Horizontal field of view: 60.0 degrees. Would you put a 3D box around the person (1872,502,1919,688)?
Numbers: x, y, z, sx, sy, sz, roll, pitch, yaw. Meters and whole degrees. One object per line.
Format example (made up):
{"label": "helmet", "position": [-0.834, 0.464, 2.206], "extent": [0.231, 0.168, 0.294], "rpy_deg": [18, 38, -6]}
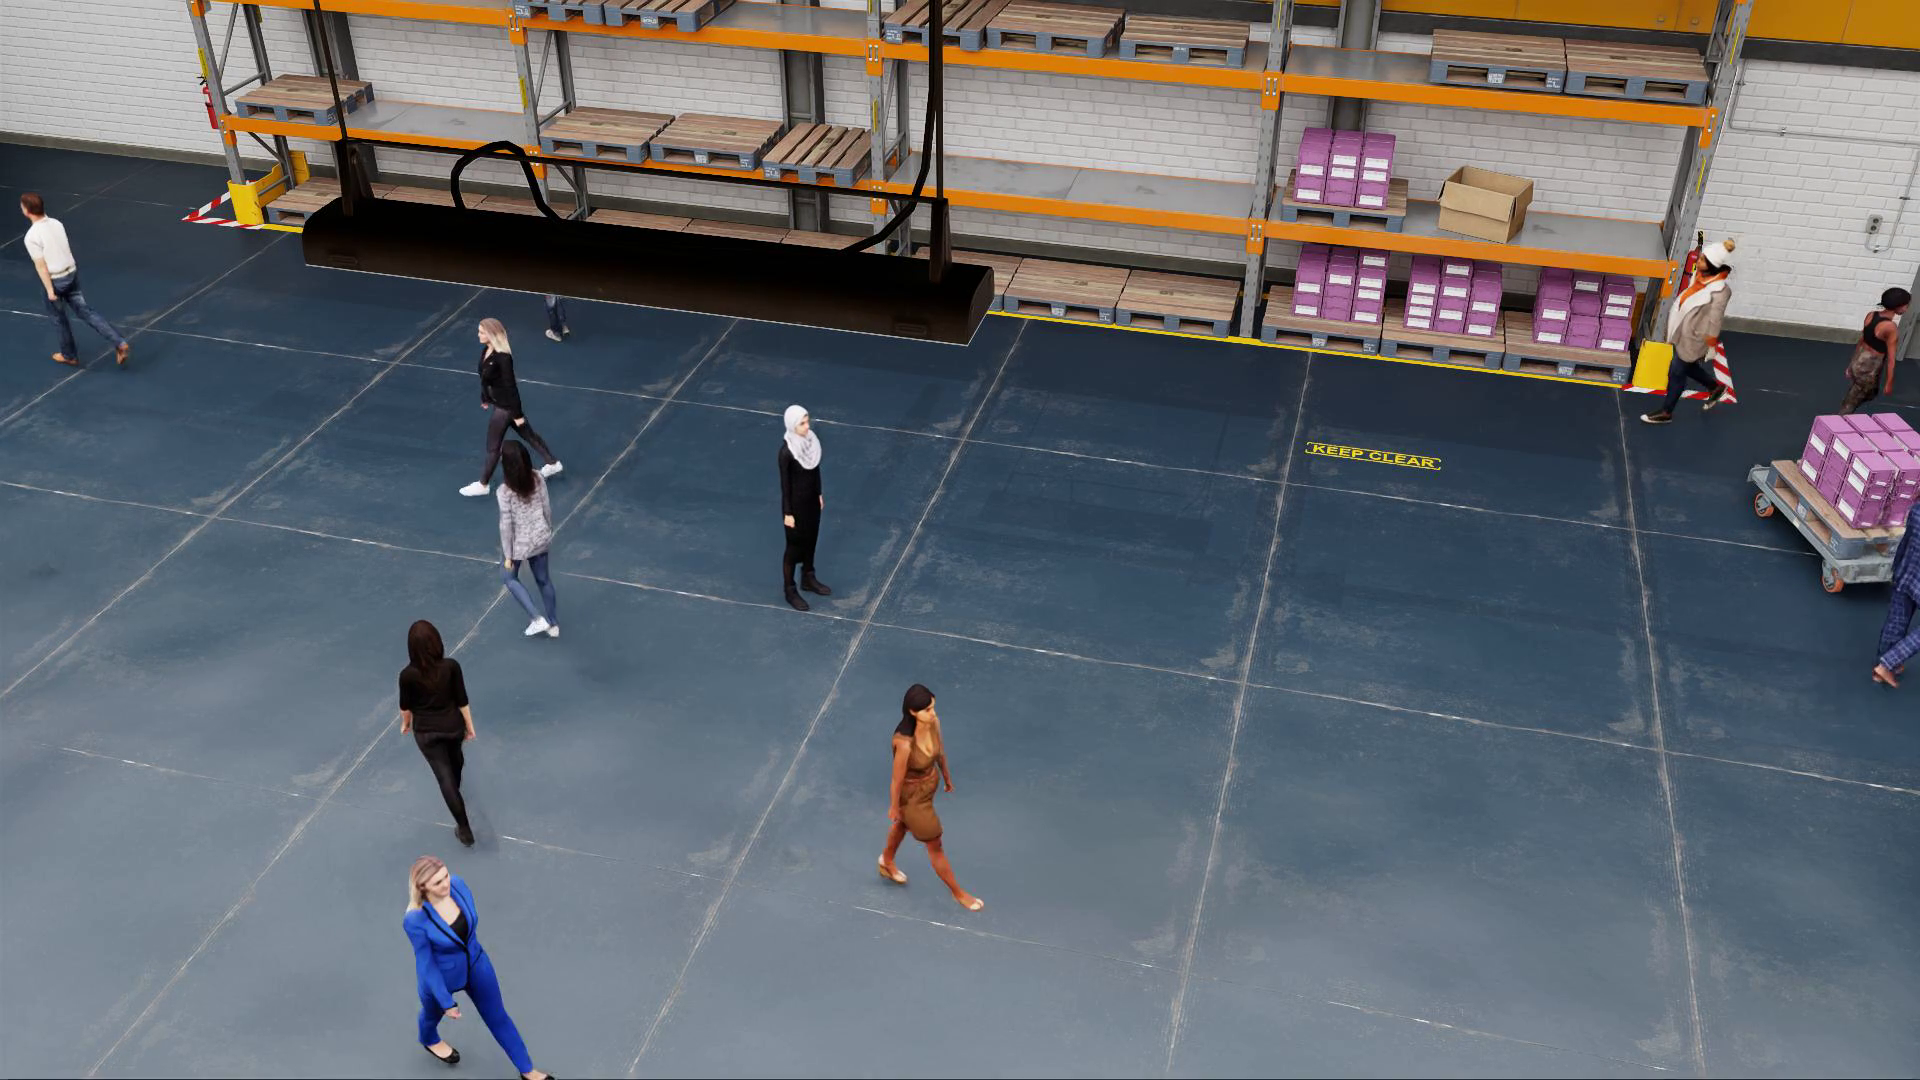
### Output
{"label": "person", "position": [6.952, 0.332, 12.107], "extent": [0.884, 1.810, 0.834], "rpy_deg": [-13, 36, -19]}

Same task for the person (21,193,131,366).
{"label": "person", "position": [-8.758, -2.516, 16.379], "extent": [1.162, 1.822, 0.659], "rpy_deg": [10, 35, 14]}

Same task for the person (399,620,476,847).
{"label": "person", "position": [-3.376, 1.290, 10.851], "extent": [1.045, 1.604, 1.091], "rpy_deg": [-17, 37, -24]}

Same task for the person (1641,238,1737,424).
{"label": "person", "position": [6.933, -1.948, 15.485], "extent": [1.129, 1.866, 0.836], "rpy_deg": [0, 34, 0]}

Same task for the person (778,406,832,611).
{"label": "person", "position": [-1.252, -0.266, 13.038], "extent": [0.651, 1.775, 0.669], "rpy_deg": [22, 39, 29]}

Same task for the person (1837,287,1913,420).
{"label": "person", "position": [8.066, -1.492, 14.968], "extent": [0.722, 1.680, 0.665], "rpy_deg": [-2, 34, -3]}

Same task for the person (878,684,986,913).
{"label": "person", "position": [-0.341, 1.570, 10.386], "extent": [1.086, 1.652, 0.737], "rpy_deg": [16, 37, 23]}

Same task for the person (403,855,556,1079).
{"label": "person", "position": [-2.884, 2.372, 9.176], "extent": [1.202, 1.656, 0.808], "rpy_deg": [17, 37, 24]}

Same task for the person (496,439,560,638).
{"label": "person", "position": [-3.225, 0.048, 12.614], "extent": [0.759, 1.721, 0.751], "rpy_deg": [24, 41, 32]}

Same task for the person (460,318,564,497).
{"label": "person", "position": [-3.877, -1.171, 14.526], "extent": [1.205, 1.635, 1.130], "rpy_deg": [-17, 37, -24]}
